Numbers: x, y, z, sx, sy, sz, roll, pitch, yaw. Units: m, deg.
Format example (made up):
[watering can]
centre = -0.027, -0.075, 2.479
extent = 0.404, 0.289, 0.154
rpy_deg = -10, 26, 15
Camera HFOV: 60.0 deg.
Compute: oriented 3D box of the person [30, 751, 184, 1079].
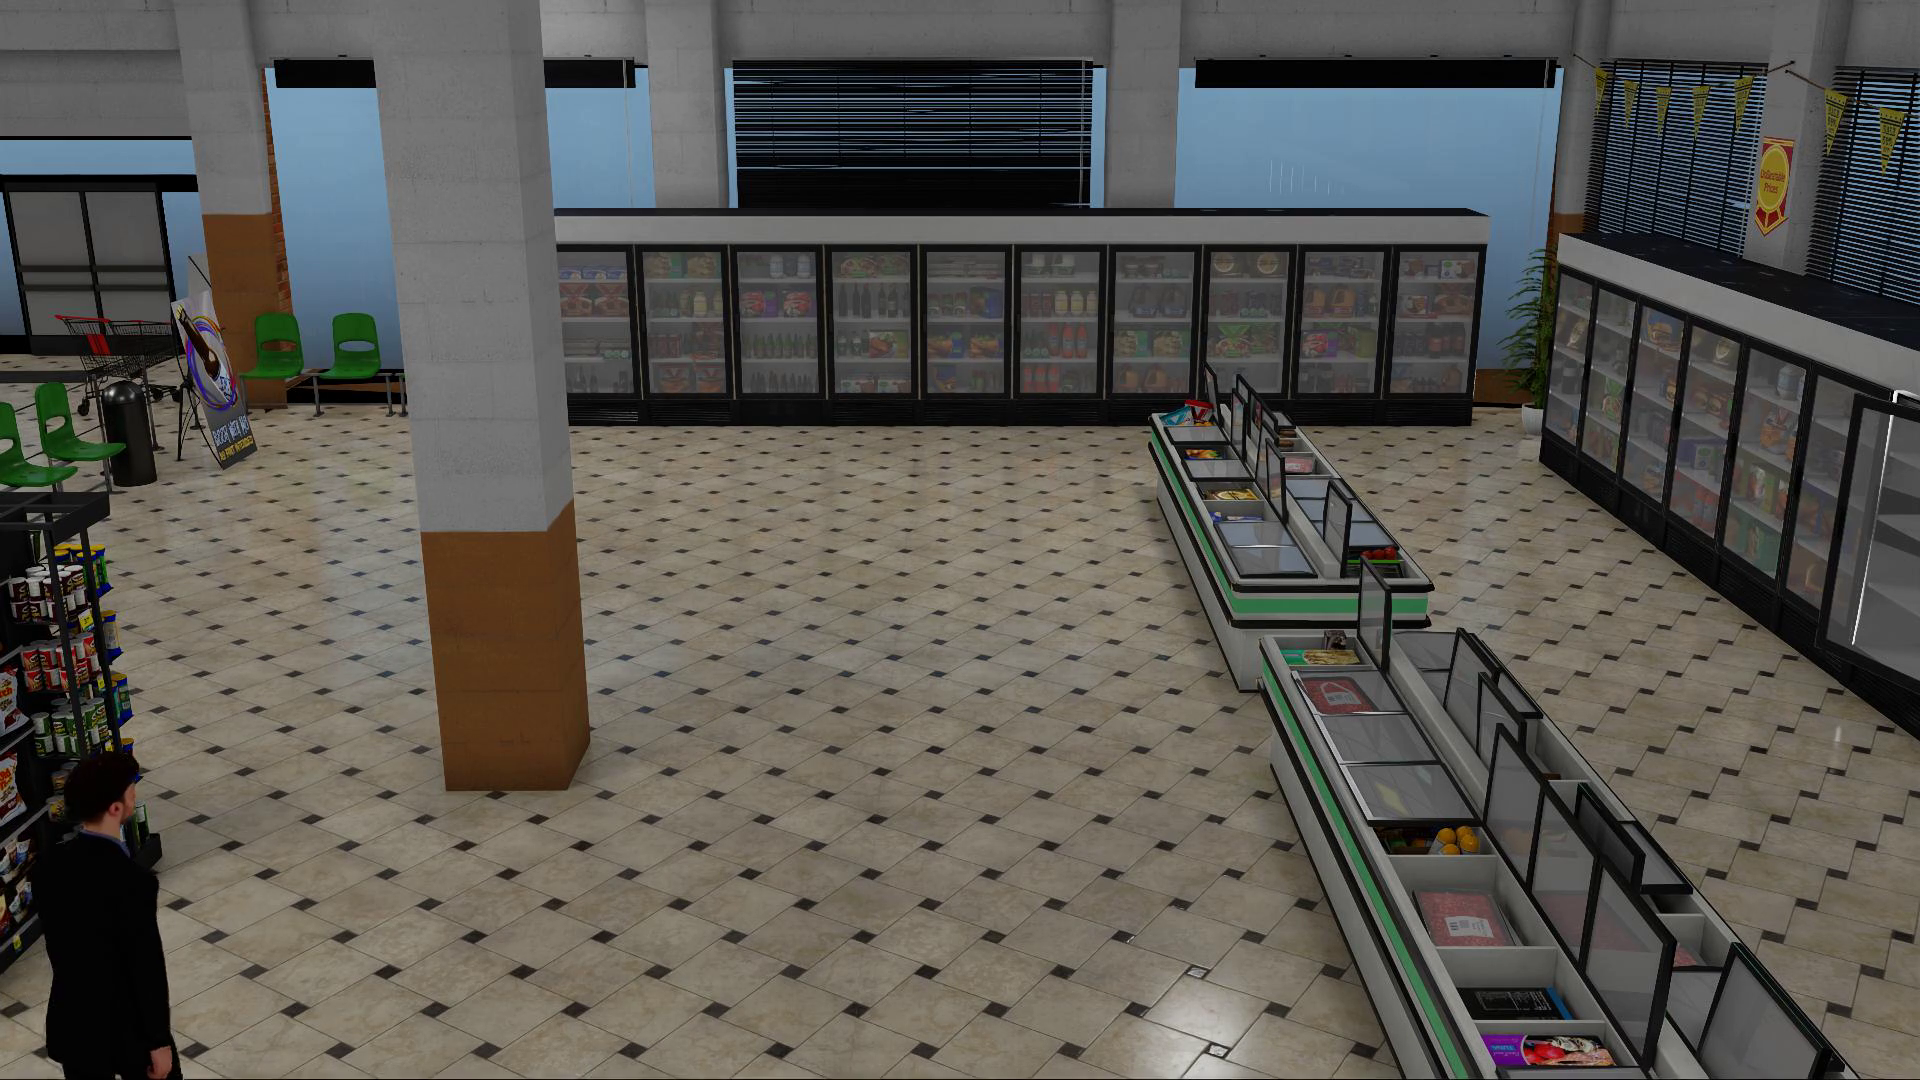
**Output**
[person]
centre = -2.920, 1.654, 5.625
extent = 0.857, 1.873, 0.928
rpy_deg = 5, 18, 15
